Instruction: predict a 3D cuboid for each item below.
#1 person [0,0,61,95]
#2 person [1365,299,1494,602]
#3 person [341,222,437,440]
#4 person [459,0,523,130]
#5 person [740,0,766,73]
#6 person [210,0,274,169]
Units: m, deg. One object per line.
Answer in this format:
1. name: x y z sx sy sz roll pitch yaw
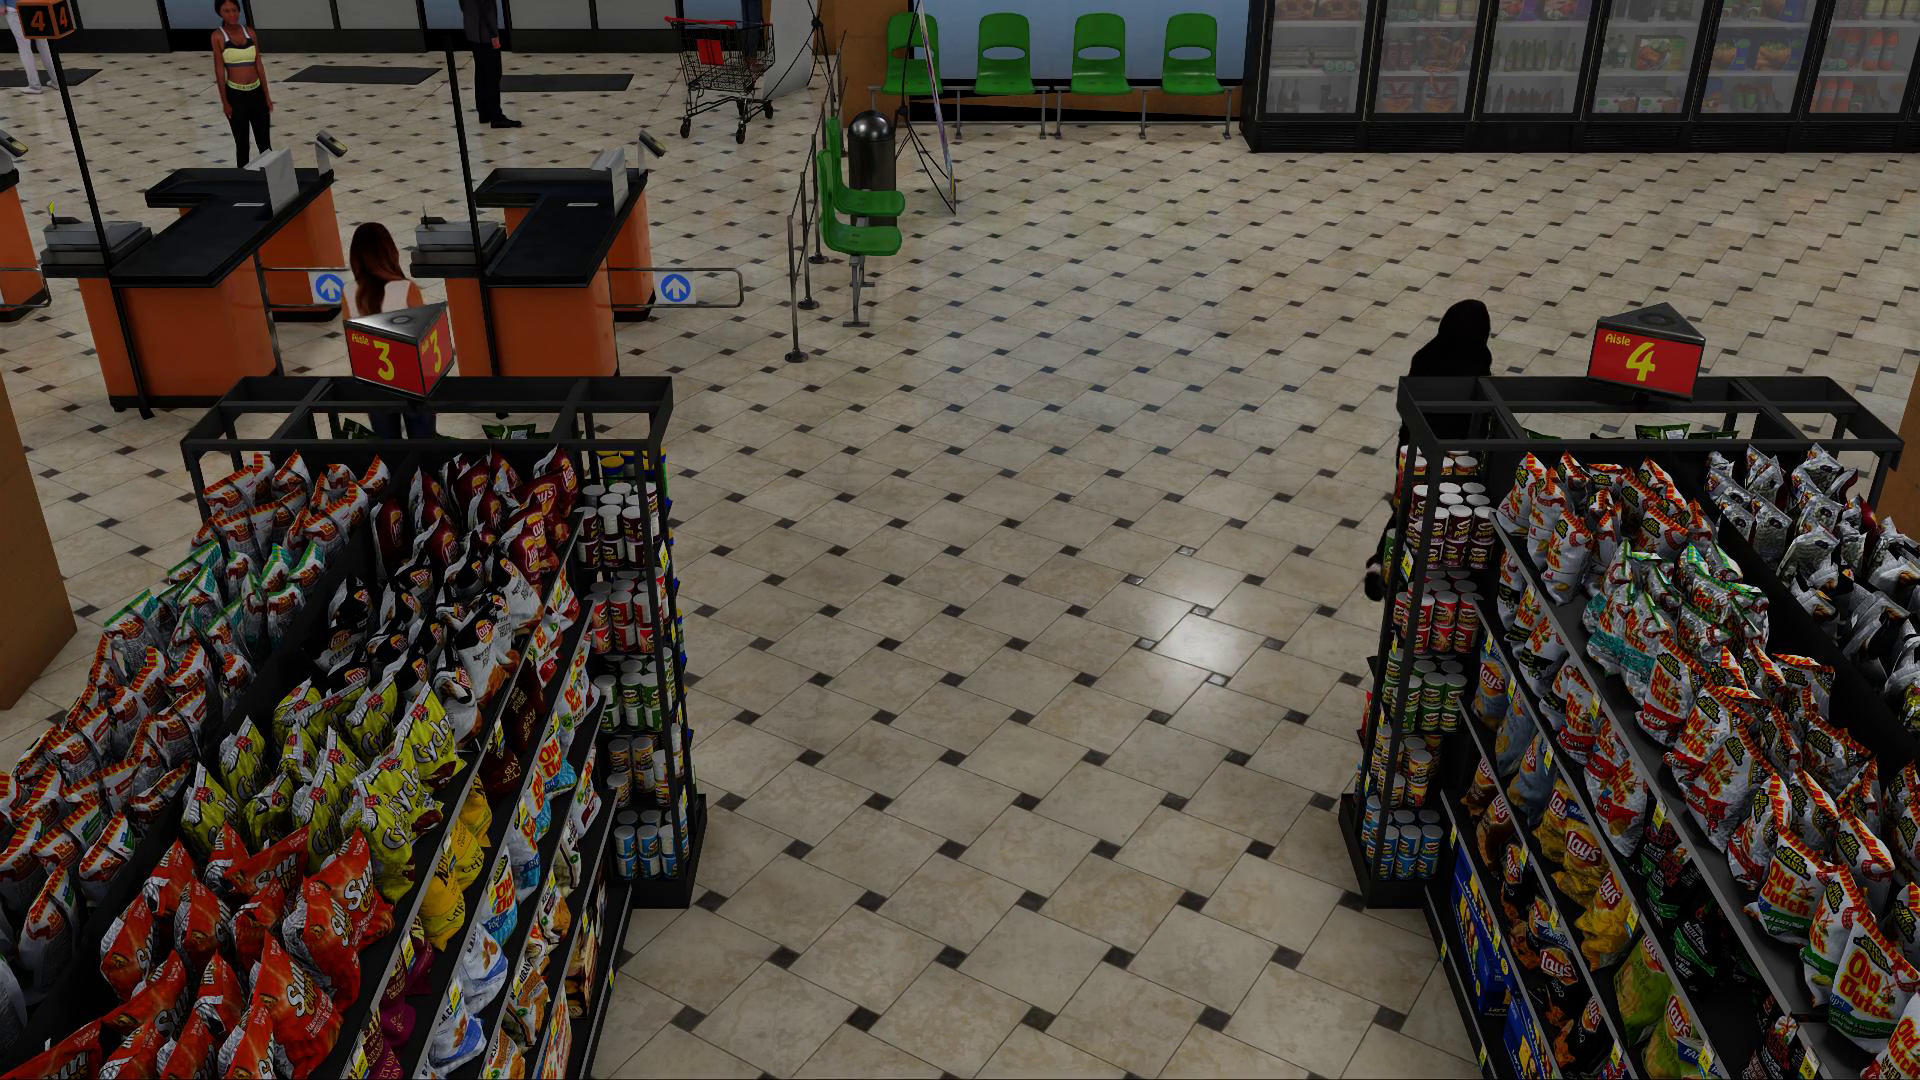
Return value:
1. person: -9.844 -5.656 17.437 0.801 1.888 0.688 16 32 26
2. person: 2.267 -0.362 8.041 0.936 1.599 1.005 24 37 37
3. person: -2.905 -0.765 8.589 0.569 1.783 0.509 0 29 1
4. person: -4.660 -4.990 16.267 0.869 1.840 0.777 -21 35 -34
5. person: -2.331 -6.108 18.367 0.727 1.792 0.611 -14 32 -24
6. person: -6.010 -3.696 13.986 0.641 1.755 0.696 -24 37 -37
